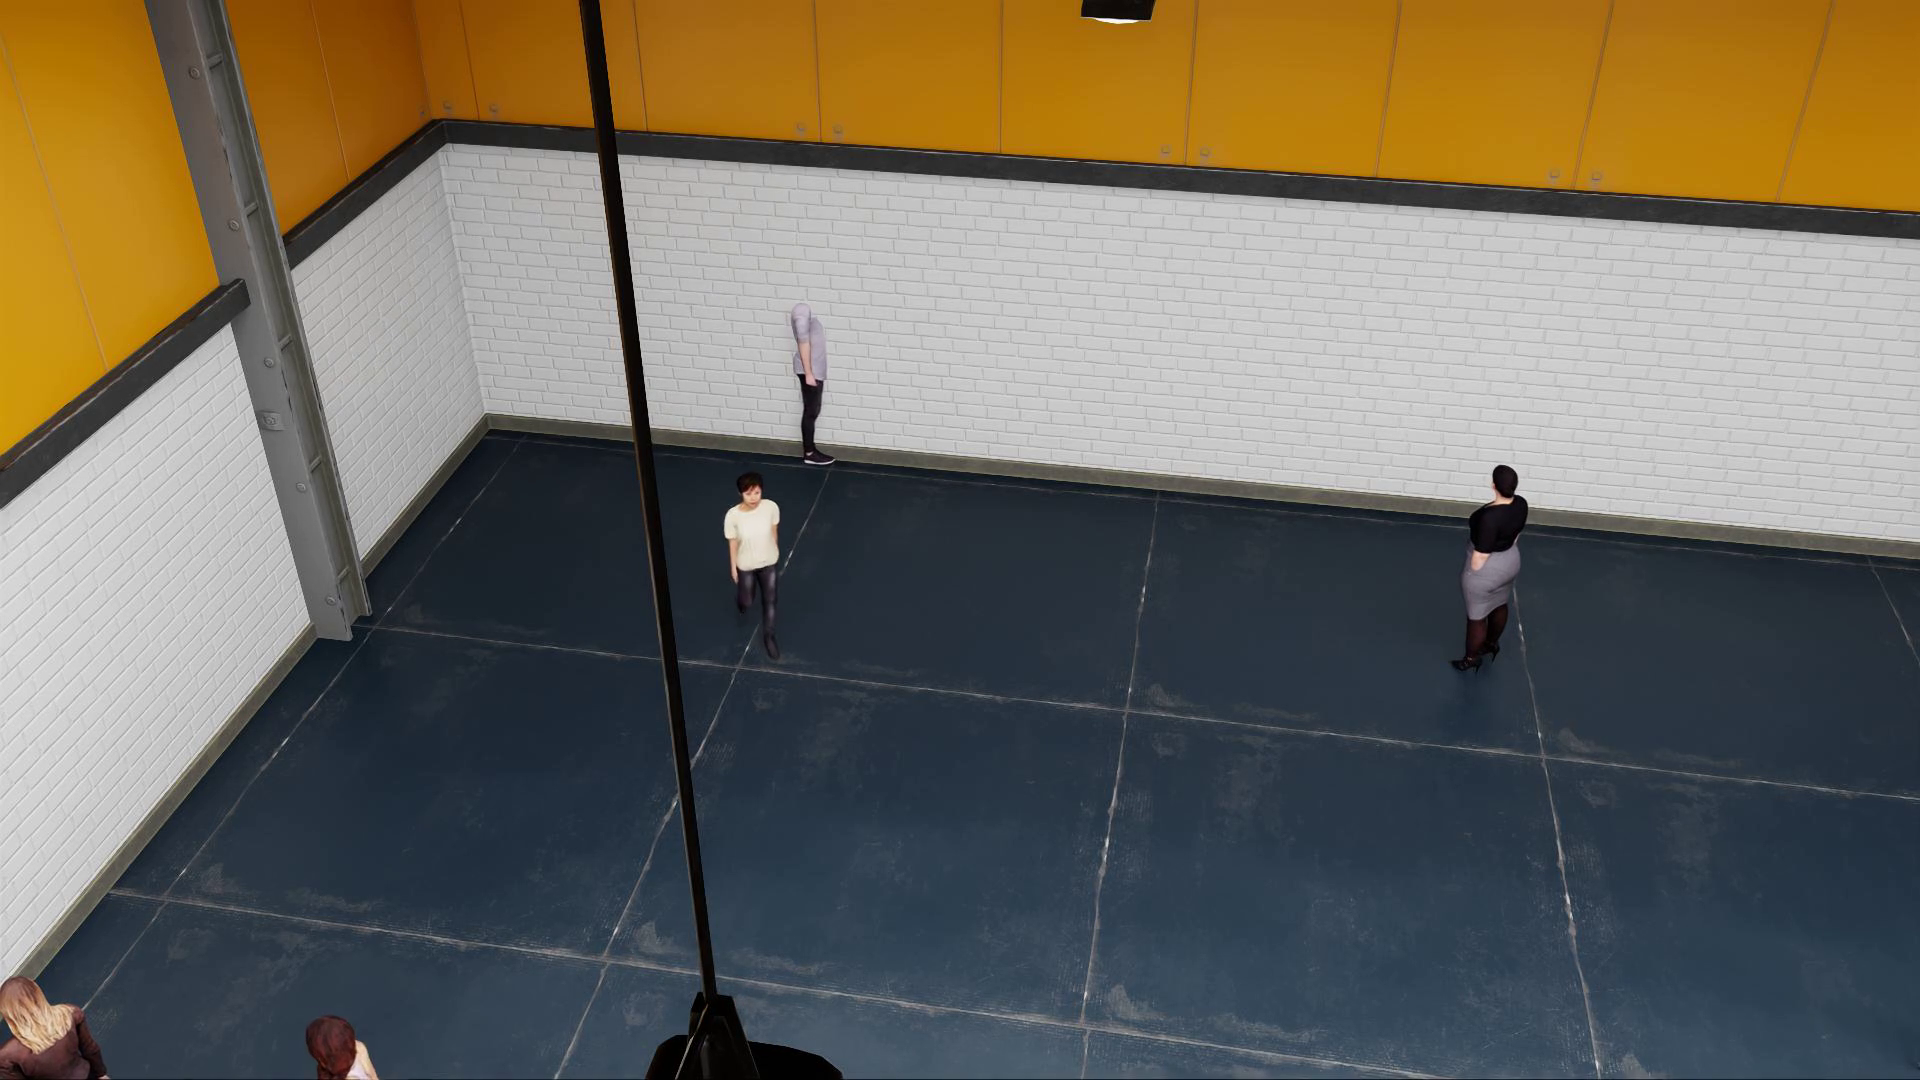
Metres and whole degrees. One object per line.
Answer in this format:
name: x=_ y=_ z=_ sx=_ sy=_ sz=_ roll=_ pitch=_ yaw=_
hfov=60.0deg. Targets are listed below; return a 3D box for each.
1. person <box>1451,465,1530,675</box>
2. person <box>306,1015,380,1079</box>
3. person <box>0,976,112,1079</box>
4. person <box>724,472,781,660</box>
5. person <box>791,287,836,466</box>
person: x=3.968 y=0.225 z=12.380 sx=0.768 sy=1.757 sz=0.834 roll=-23 pitch=40 yaw=-30
person: x=-2.843 y=3.013 z=8.224 sx=0.923 sy=1.715 sz=1.172 roll=-5 pitch=34 yaw=-8
person: x=-4.551 y=2.852 z=8.476 sx=0.727 sy=1.704 sz=0.565 roll=19 pitch=38 yaw=26
person: x=-1.573 y=0.150 z=12.659 sx=0.856 sy=1.573 sz=0.968 roll=-14 pitch=36 yaw=-20
person: x=-1.354 y=-1.576 z=15.021 sx=0.761 sy=1.834 sz=0.568 roll=1 pitch=34 yaw=2
